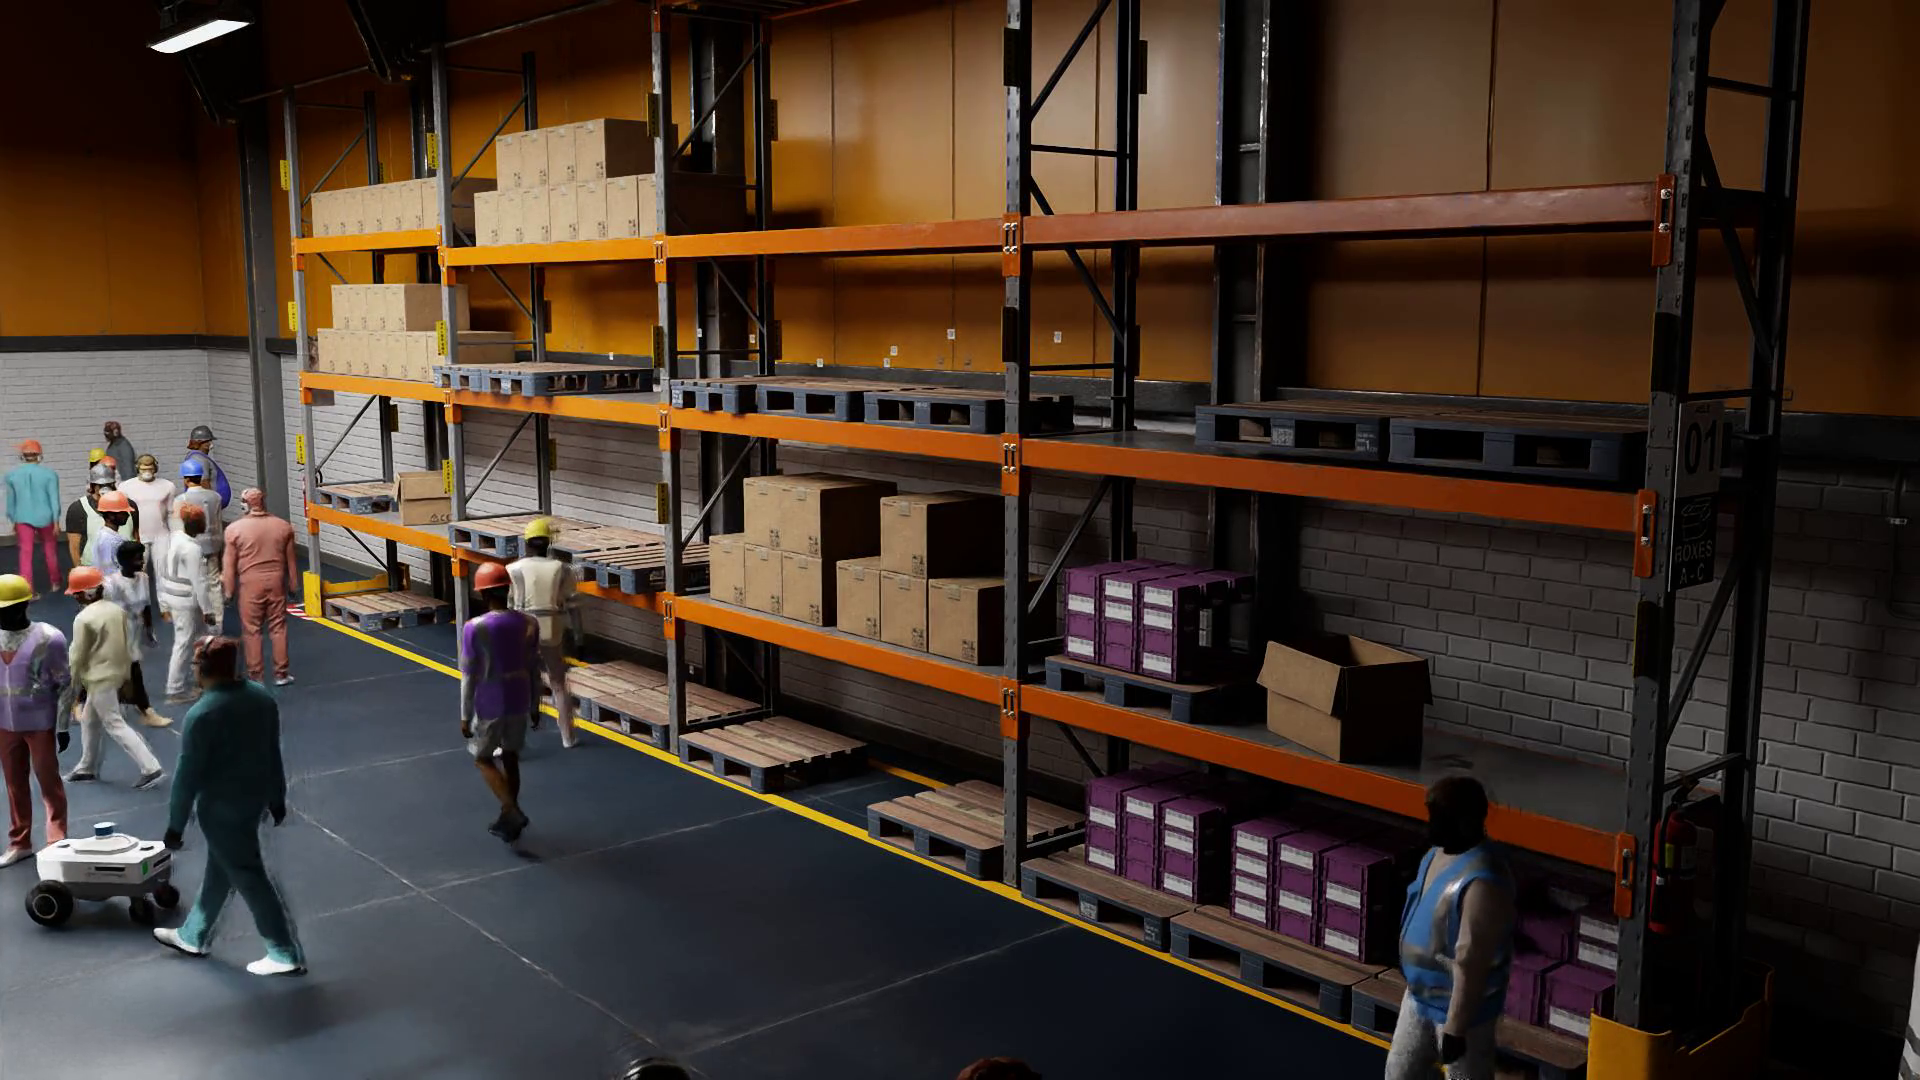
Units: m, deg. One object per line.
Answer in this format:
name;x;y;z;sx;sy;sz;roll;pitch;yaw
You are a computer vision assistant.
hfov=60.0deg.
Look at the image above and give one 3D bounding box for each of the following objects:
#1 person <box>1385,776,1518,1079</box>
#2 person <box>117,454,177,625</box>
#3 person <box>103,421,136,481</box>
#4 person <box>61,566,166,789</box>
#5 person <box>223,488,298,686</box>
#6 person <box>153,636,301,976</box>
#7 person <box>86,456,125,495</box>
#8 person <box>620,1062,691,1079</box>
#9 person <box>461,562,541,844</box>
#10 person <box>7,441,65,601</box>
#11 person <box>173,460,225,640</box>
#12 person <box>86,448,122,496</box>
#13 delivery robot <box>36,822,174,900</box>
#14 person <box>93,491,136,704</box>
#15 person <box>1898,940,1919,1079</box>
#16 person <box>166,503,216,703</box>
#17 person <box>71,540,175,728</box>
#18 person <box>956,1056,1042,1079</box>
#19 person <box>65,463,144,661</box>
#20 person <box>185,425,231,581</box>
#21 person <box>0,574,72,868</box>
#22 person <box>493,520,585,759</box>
person;2.014;1.810;6.613;0.862;1.805;0.637;0;8;-2
person;-9.159;-0.012;18.805;0.627;1.935;0.371;-5;10;-34
person;-12.373;-0.807;24.532;0.650;1.886;0.414;8;11;42
person;-6.378;1.023;12.436;0.866;1.703;0.547;-1;8;-4
person;-6.606;0.459;15.710;0.414;1.891;0.664;7;11;41
person;-4.016;1.435;9.009;0.983;1.850;0.671;2;8;11
person;-10.618;-0.201;20.870;0.559;1.715;0.752;-3;9;-21
person;-0.672;2.131;3.982;0.636;1.911;0.470;-3;9;-19
person;-3.032;1.106;11.089;0.566;1.917;0.592;-7;11;-40
person;-11.377;-0.251;20.477;0.629;1.925;1.077;-2;8;-13
person;-8.220;0.103;17.946;0.394;1.945;0.618;3;9;21
person;-11.202;-0.338;21.778;0.490;1.730;0.324;1;8;5
delivery robot;-5.050;1.916;9.840;0.707;0.478;0.477;1;8;4
person;-7.644;0.517;15.110;0.373;1.934;0.551;-5;10;-32
person;3.334;1.923;5.568;0.349;1.878;0.568;3;9;18
person;-6.959;0.567;15.092;0.581;1.846;0.667;-4;9;-25
person;-7.256;0.802;14.224;0.958;1.624;0.513;0;8;2
person;0.080;2.145;3.971;0.574;1.887;0.355;5;9;29
person;-8.515;0.242;16.665;0.537;2.000;0.683;8;11;44
person;-9.800;-0.482;21.697;0.537;2.000;0.683;-6;10;-34
person;-6.003;1.164;10.659;0.594;1.922;0.386;1;8;5
person;-3.404;0.801;13.348;0.794;1.886;0.565;-4;9;-28
